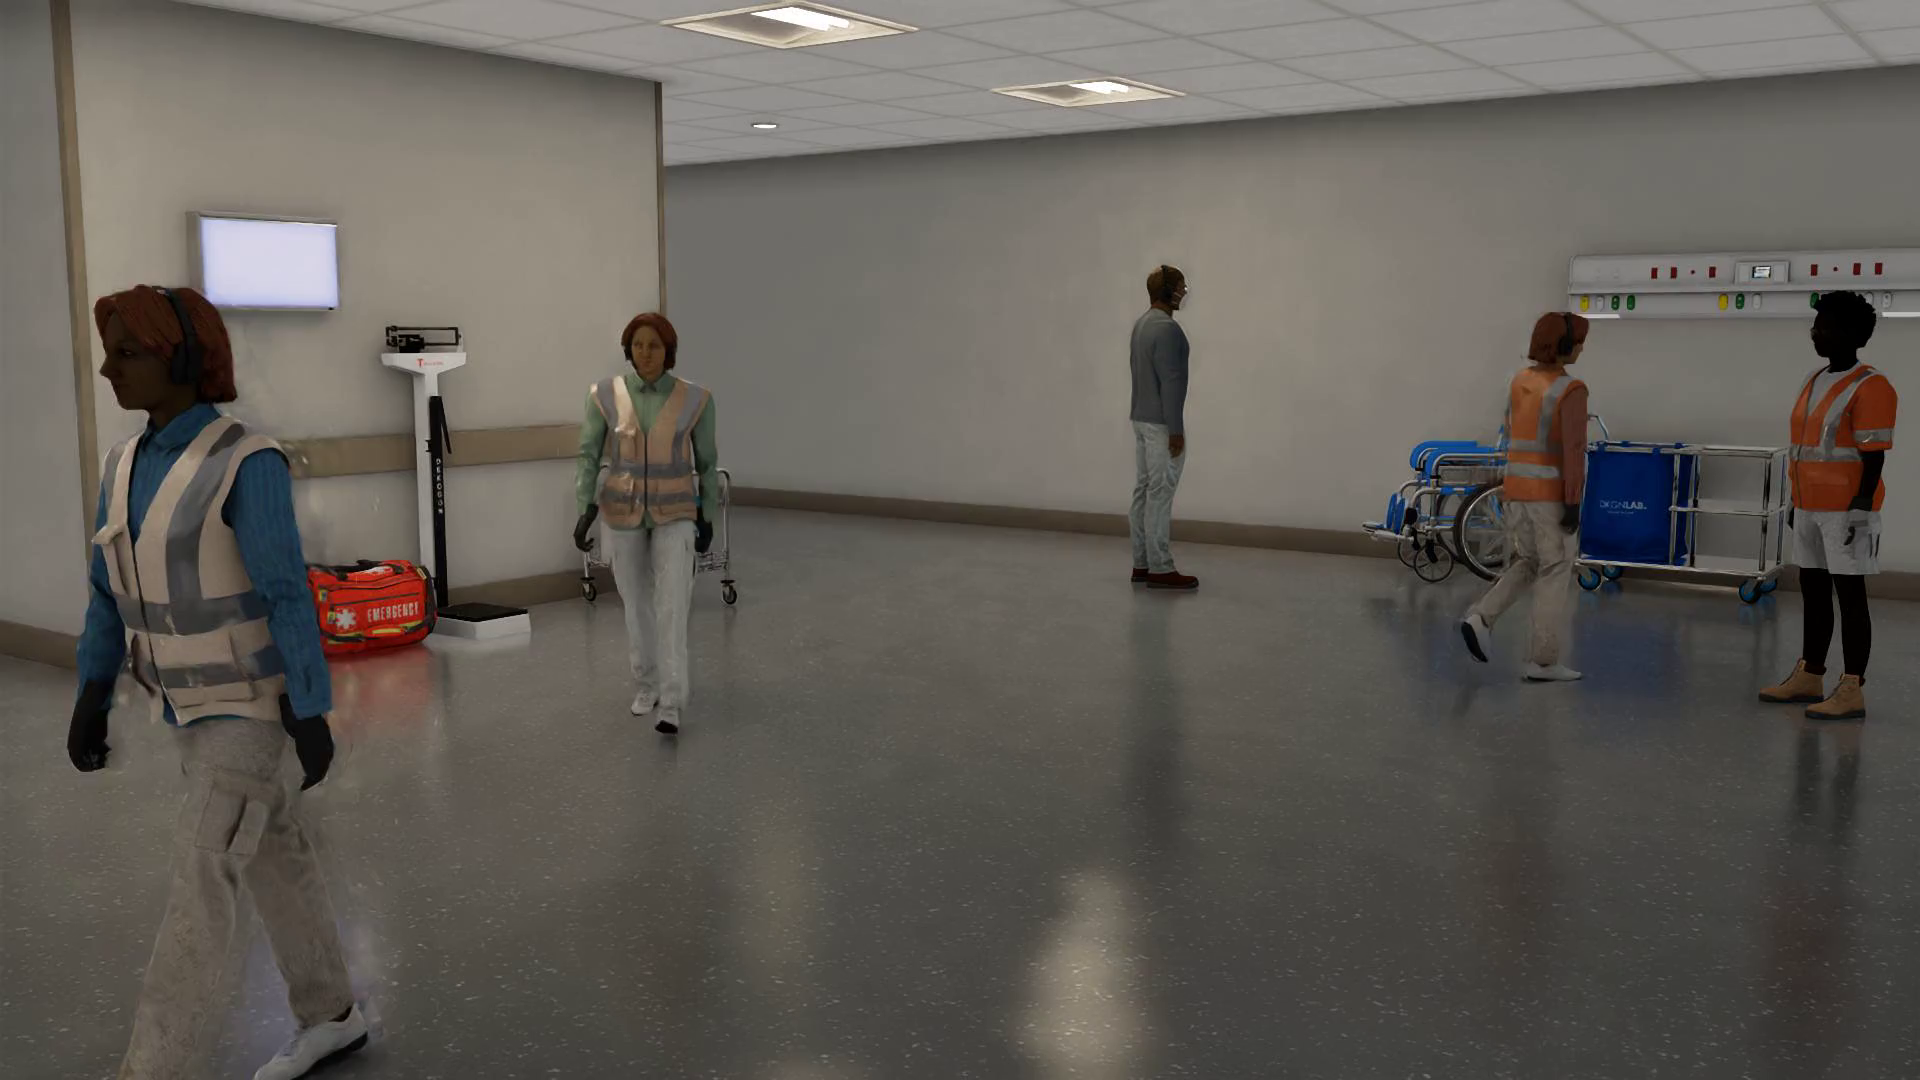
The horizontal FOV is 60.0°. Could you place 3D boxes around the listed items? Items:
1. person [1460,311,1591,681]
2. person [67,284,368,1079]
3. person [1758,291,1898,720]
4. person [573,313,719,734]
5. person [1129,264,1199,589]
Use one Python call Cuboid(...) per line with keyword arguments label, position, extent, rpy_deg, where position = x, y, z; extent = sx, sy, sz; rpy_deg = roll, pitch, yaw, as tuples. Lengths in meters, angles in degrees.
Cuboid(label="person", position=(2.502, -0.181, 7.255), extent=(0.437, 1.623, 0.532), rpy_deg=(-2, 7, -16))
Cuboid(label="person", position=(-1.470, 0.334, 3.143), extent=(0.547, 1.602, 0.810), rpy_deg=(5, 9, 36))
Cuboid(label="person", position=(3.479, -0.138, 6.637), extent=(0.319, 1.696, 0.532), rpy_deg=(-1, 7, -5))
Cuboid(label="person", position=(-1.201, -0.058, 6.386), extent=(0.530, 1.600, 0.850), rpy_deg=(0, 7, -3))
Cuboid(label="person", position=(1.212, -0.678, 10.013), extent=(0.373, 1.940, 0.628), rpy_deg=(-2, 7, -12))
